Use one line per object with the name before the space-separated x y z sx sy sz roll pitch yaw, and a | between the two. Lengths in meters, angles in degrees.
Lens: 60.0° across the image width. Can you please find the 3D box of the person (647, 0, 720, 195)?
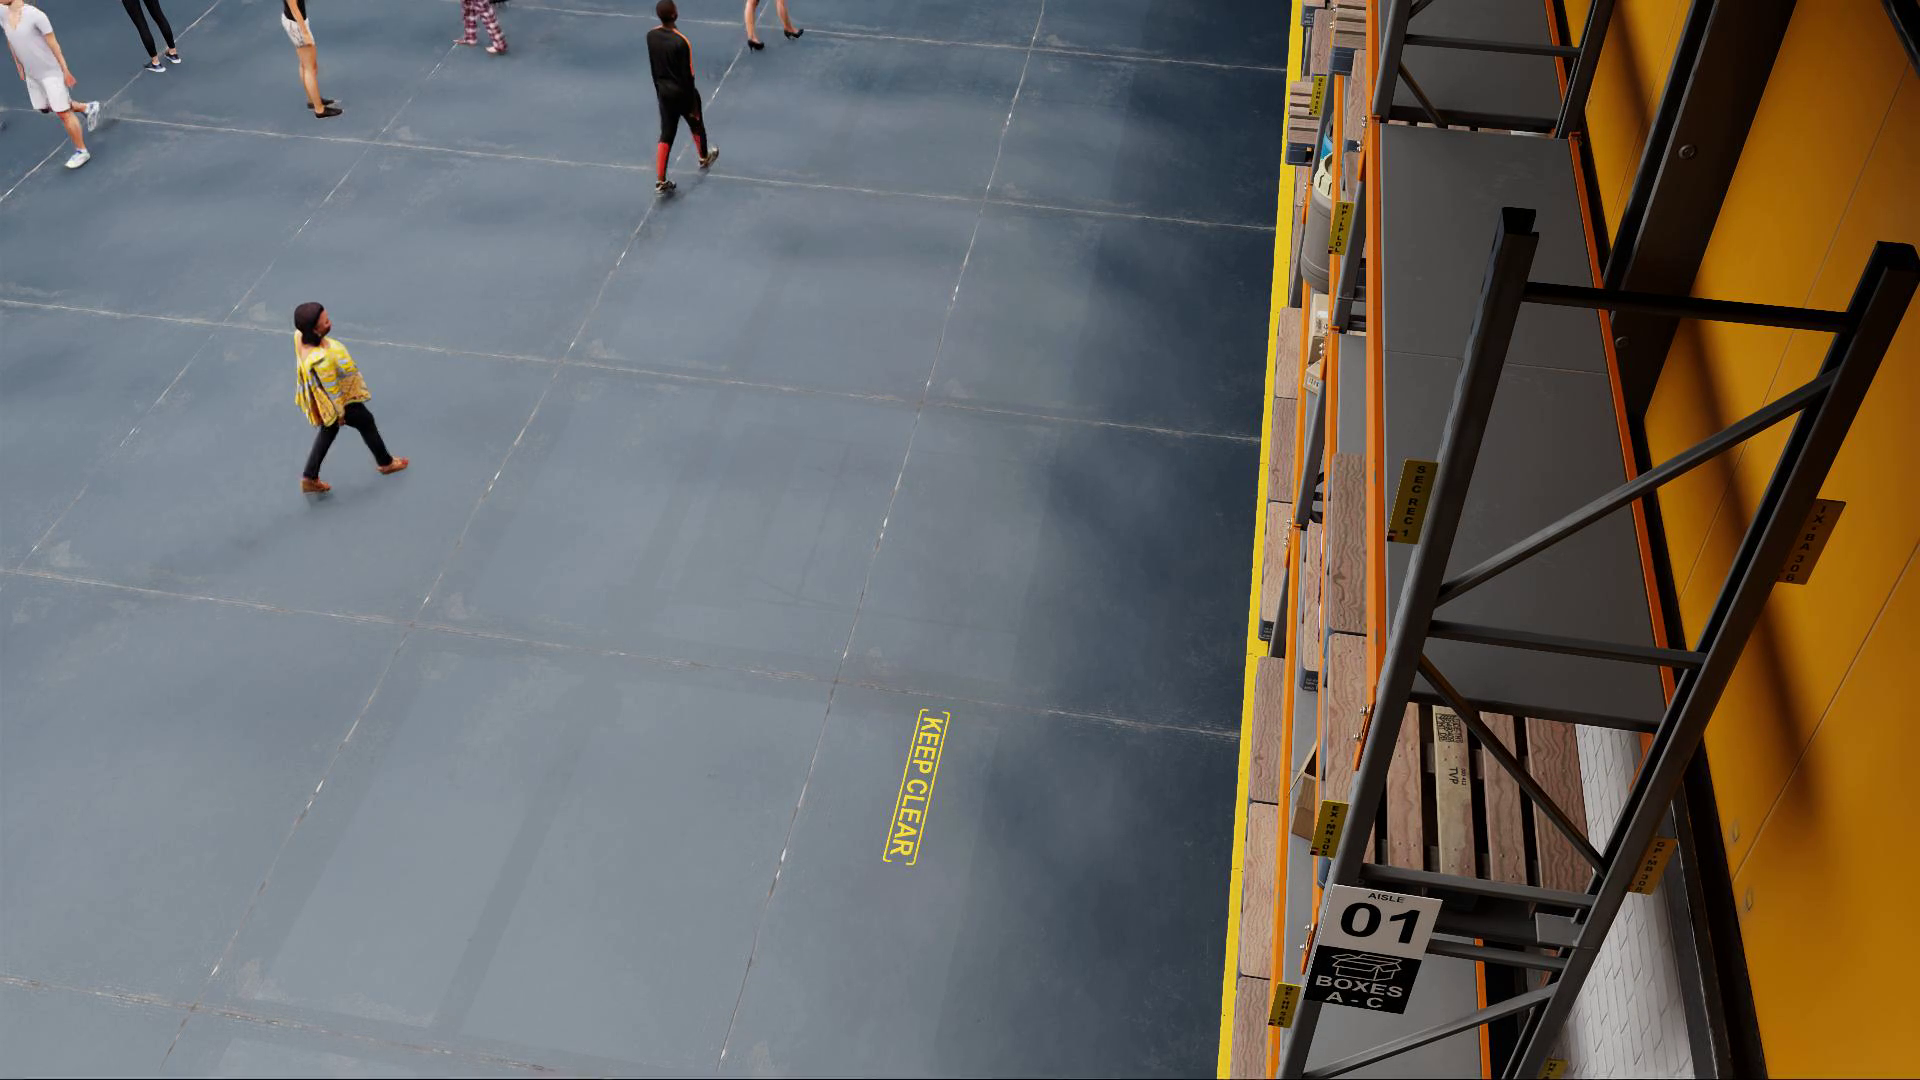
person | -2.604 -3.941 14.921 0.853 1.767 1.249 17 46 17

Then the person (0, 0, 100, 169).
person | -8.402 -4.383 15.336 0.773 1.834 0.962 9 44 9

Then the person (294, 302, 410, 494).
person | -4.569 -0.979 11.917 1.153 1.621 1.061 -31 51 -28

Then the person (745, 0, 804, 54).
person | -2.092 -5.730 16.879 0.861 1.656 0.972 34 53 31

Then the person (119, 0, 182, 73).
person | -8.254 -5.542 16.657 0.724 1.701 0.620 24 48 23

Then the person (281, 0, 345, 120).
person | -6.357 -4.934 15.908 0.745 1.843 0.667 -21 47 -20

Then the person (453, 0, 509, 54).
person | -4.871 -5.755 16.884 0.836 1.687 0.832 -1 44 -1
